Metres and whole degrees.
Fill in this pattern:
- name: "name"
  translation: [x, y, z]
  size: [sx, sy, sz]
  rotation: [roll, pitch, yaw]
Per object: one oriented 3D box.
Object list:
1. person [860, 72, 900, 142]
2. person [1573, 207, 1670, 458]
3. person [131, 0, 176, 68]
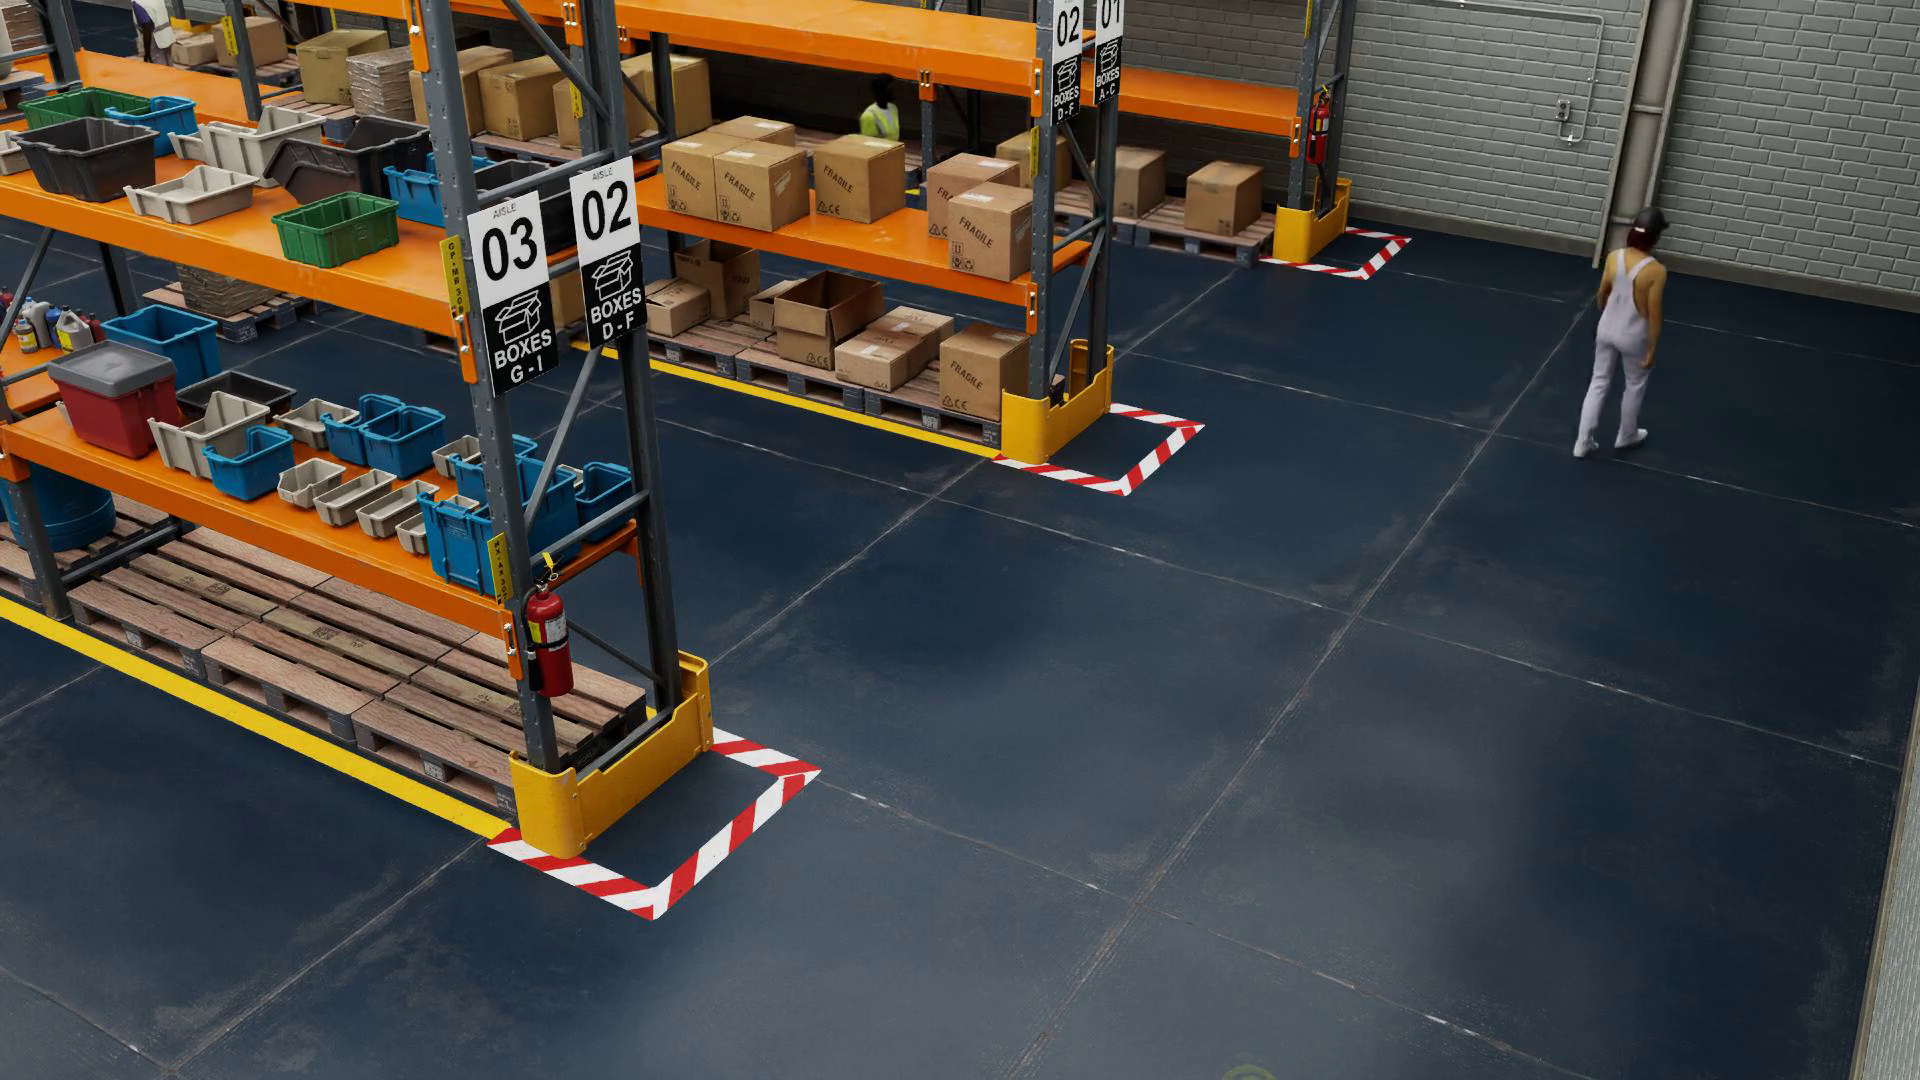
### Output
- name: "person"
  translation: [-0.764, -3.511, 15.467]
  size: [0.505, 1.684, 0.542]
  rotation: [17, 33, 27]
- name: "person"
  translation: [4.683, -1.450, 11.651]
  size: [0.650, 1.830, 0.564]
  rotation: [-24, 37, -37]
- name: "person"
  translation: [-9.277, -5.704, 19.253]
  size: [0.374, 1.840, 0.567]
  rotation: [1, 29, 1]
